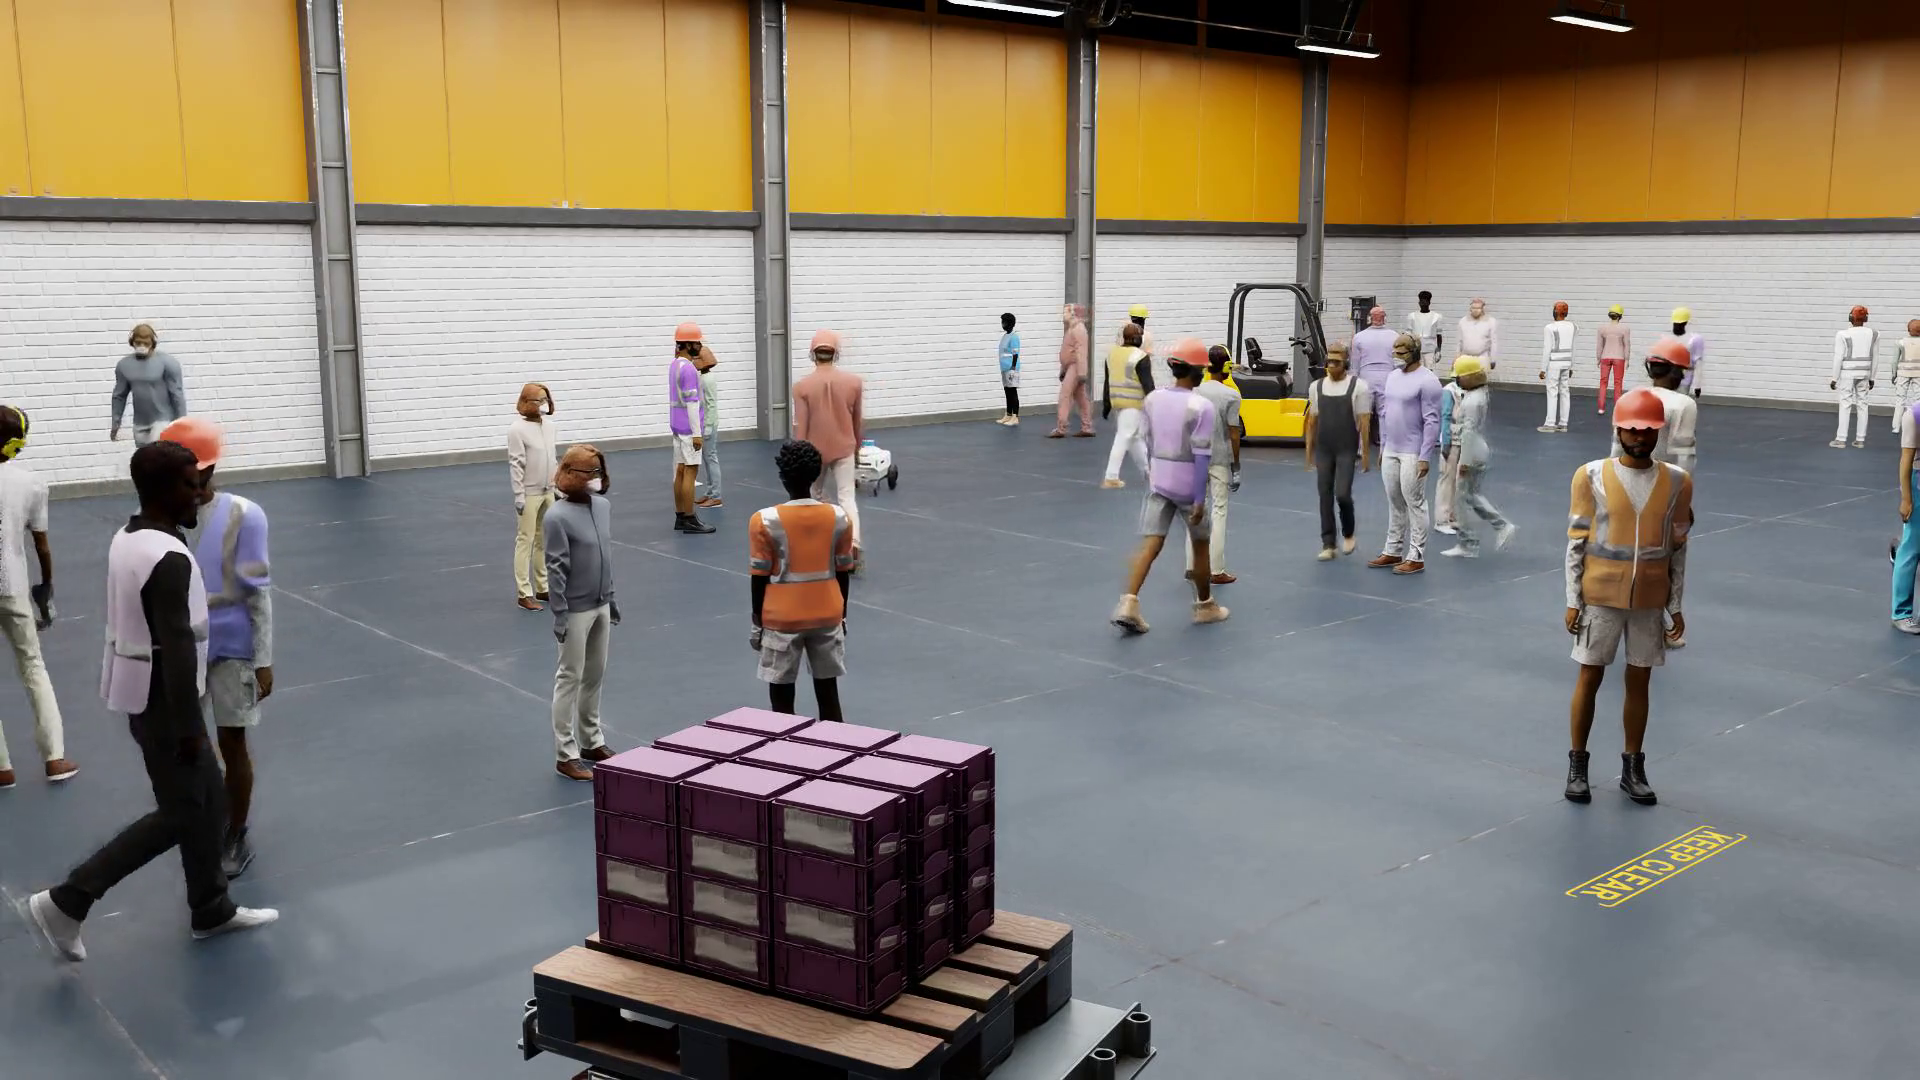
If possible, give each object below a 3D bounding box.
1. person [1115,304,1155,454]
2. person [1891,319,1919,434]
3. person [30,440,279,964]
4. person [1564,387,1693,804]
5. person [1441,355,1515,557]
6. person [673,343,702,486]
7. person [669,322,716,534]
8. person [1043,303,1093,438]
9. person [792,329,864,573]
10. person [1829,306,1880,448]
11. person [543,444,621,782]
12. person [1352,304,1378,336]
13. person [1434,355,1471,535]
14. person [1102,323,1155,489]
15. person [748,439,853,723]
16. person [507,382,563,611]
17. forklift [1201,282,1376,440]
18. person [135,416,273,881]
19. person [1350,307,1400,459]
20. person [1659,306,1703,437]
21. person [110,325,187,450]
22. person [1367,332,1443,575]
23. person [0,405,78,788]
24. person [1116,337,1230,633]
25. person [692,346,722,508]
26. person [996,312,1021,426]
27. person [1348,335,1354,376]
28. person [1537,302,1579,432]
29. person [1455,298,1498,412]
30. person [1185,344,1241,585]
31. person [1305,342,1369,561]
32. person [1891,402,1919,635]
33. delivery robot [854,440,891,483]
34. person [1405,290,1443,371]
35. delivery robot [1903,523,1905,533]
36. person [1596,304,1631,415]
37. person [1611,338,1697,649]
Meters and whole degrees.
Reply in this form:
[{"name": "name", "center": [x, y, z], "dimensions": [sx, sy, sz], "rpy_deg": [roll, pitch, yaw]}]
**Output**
[{"name": "person", "center": [2.261, -2.068, 21.383], "dimensions": [0.594, 1.924, 0.383], "rpy_deg": [8, 13, 40]}, {"name": "person", "center": [13.541, -2.318, 23.667], "dimensions": [0.522, 1.645, 0.306], "rpy_deg": [6, 11, 31]}, {"name": "person", "center": [-2.923, 0.590, 5.957], "dimensions": [0.752, 1.890, 0.590], "rpy_deg": [-7, 12, -36]}, {"name": "person", "center": [3.082, 0.263, 7.695], "dimensions": [0.542, 1.939, 0.361], "rpy_deg": [1, 10, 8]}, {"name": "person", "center": [4.358, -0.695, 13.970], "dimensions": [0.535, 1.712, 0.520], "rpy_deg": [4, 10, 22]}, {"name": "person", "center": [-3.036, -1.400, 18.338], "dimensions": [0.312, 1.633, 0.519], "rpy_deg": [-4, 10, -21]}, {"name": "person", "center": [-2.472, -1.026, 15.252], "dimensions": [0.360, 1.938, 0.545], "rpy_deg": [-5, 11, -25]}, {"name": "person", "center": [1.493, -2.352, 23.197], "dimensions": [0.850, 1.871, 0.671], "rpy_deg": [-1, 10, -4]}, {"name": "person", "center": [-1.042, -0.717, 13.382], "dimensions": [0.603, 1.959, 0.896], "rpy_deg": [-2, 10, -13]}, {"name": "person", "center": [11.823, -2.151, 21.998], "dimensions": [0.573, 1.883, 0.356], "rpy_deg": [0, 10, 1]}, {"name": "person", "center": [-1.830, 0.342, 8.126], "dimensions": [0.266, 1.631, 0.509], "rpy_deg": [4, 10, 21]}, {"name": "person", "center": [6.167, -2.654, 25.060], "dimensions": [0.429, 1.844, 0.627], "rpy_deg": [-4, 10, -20]}, {"name": "person", "center": [4.564, -0.876, 15.246], "dimensions": [0.522, 1.638, 0.310], "rpy_deg": [-9, 13, -41]}, {"name": "person", "center": [1.929, -1.476, 18.289], "dimensions": [0.973, 1.791, 0.653], "rpy_deg": [-7, 12, -34]}, {"name": "person", "center": [-0.738, 0.375, 7.774], "dimensions": [0.530, 1.689, 0.321], "rpy_deg": [-6, 11, -30]}, {"name": "person", "center": [-3.046, -0.320, 12.003], "dimensions": [0.279, 1.634, 0.498], "rpy_deg": [4, 11, 24]}, {"name": "forklift", "center": [4.328, -2.346, 22.227], "dimensions": [2.313, 2.155, 1.214], "rpy_deg": [3, 10, 16]}, {"name": "person", "center": [-3.055, 0.438, 6.777], "dimensions": [0.547, 1.910, 0.489], "rpy_deg": [0, 10, -2]}, {"name": "person", "center": [5.209, -1.964, 20.858], "dimensions": [0.639, 1.900, 0.401], "rpy_deg": [1, 10, 4]}, {"name": "person", "center": [9.196, -2.038, 21.285], "dimensions": [0.505, 1.901, 0.601], "rpy_deg": [-6, 11, -31]}, {"name": "person", "center": [-7.680, -1.065, 15.626], "dimensions": [0.709, 1.885, 0.874], "rpy_deg": [2, 10, 12]}, {"name": "person", "center": [3.567, -0.693, 13.306], "dimensions": [0.371, 1.936, 0.627], "rpy_deg": [-4, 10, -22]}, {"name": "person", "center": [-4.549, 0.290, 7.864], "dimensions": [0.594, 1.838, 0.423], "rpy_deg": [-10, 14, -44]}, {"name": "person", "center": [1.439, -0.363, 11.210], "dimensions": [1.017, 2.005, 0.629], "rpy_deg": [-10, 14, -44]}, {"name": "person", "center": [-2.578, -1.144, 16.832], "dimensions": [0.274, 1.631, 0.508], "rpy_deg": [-3, 10, -16]}, {"name": "person", "center": [0.735, -2.556, 24.919], "dimensions": [0.319, 1.695, 0.532], "rpy_deg": [-3, 10, -17]}, {"name": "person", "center": [6.002, -2.507, 24.568], "dimensions": [0.826, 1.725, 0.536], "rpy_deg": [-2, 10, -11]}, {"name": "person", "center": [8.608, -2.486, 23.957], "dimensions": [0.574, 1.883, 0.356], "rpy_deg": [-4, 10, -22]}, {"name": "person", "center": [8.147, -2.878, 26.249], "dimensions": [0.641, 1.885, 0.552], "rpy_deg": [6, 12, 33]}, {"name": "person", "center": [1.960, -0.581, 12.891], "dimensions": [0.500, 1.861, 0.327], "rpy_deg": [8, 13, 40]}, {"name": "person", "center": [3.115, -0.724, 13.793], "dimensions": [0.545, 1.828, 0.422], "rpy_deg": [6, 11, 32]}, {"name": "person", "center": [6.565, -0.290, 11.215], "dimensions": [0.563, 1.843, 0.390], "rpy_deg": [-3, 10, -15]}, {"name": "delivery robot", "center": [-0.970, -0.829, 17.861], "dimensions": [0.477, 0.478, 0.707], "rpy_deg": [1, 10, 9]}, {"name": "person", "center": [7.741, -3.184, 27.800], "dimensions": [0.612, 1.962, 0.364], "rpy_deg": [4, 11, 23]}, {"name": "delivery robot", "center": [7.733, -0.021, 13.131], "dimensions": [0.477, 0.478, 0.707], "rpy_deg": [2, 10, 12]}, {"name": "person", "center": [10.427, -2.871, 26.551], "dimensions": [0.523, 1.769, 0.314], "rpy_deg": [8, 12, 38]}, {"name": "person", "center": [4.561, -0.322, 10.950], "dimensions": [0.458, 2.030, 0.644], "rpy_deg": [-4, 11, -24]}]
